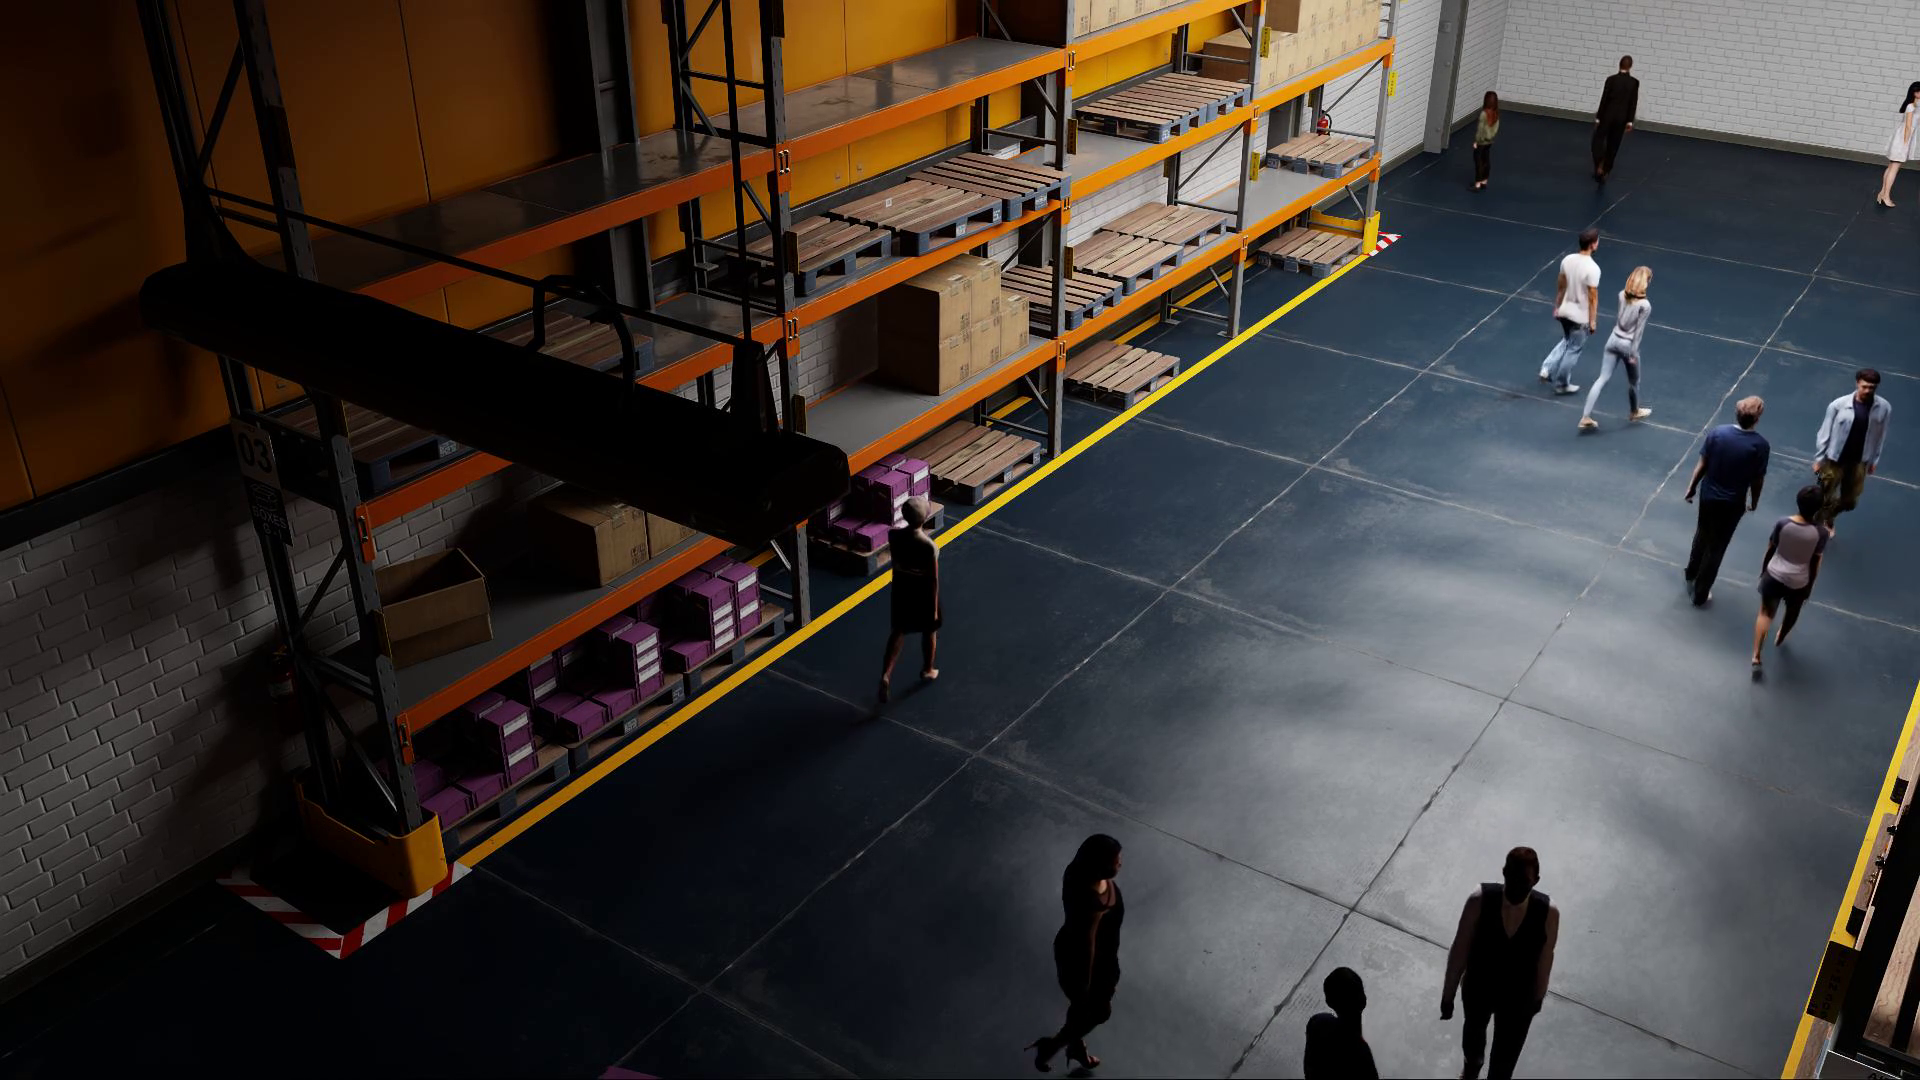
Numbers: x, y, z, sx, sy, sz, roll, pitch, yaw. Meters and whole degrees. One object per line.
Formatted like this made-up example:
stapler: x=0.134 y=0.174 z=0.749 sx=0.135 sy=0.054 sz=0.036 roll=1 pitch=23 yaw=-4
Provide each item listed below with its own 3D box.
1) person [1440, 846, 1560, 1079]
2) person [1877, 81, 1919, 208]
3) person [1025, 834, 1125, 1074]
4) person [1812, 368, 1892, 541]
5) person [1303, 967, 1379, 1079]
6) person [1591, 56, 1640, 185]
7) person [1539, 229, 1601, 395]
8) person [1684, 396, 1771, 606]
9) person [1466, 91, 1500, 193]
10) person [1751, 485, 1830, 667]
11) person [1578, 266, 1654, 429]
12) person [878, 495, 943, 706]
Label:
person: x=2.931 y=2.379 z=9.053 sx=0.873 sy=1.898 sz=1.233 roll=10 pitch=30 yaw=18
person: x=13.629 y=-5.736 z=24.058 sx=0.761 sy=1.775 sz=0.640 roll=11 pitch=31 yaw=20
person: x=0.622 y=2.349 z=9.314 sx=0.924 sy=1.701 sz=0.867 roll=-2 pitch=29 yaw=-5
person: x=7.900 y=-0.741 z=14.885 sx=0.852 sy=1.792 sz=0.897 roll=7 pitch=29 yaw=12
person: x=1.837 y=2.927 z=8.198 sx=0.830 sy=1.755 sz=0.893 roll=-7 pitch=29 yaw=-12
person: x=9.796 y=-6.263 z=24.904 sx=0.872 sy=1.891 sz=0.889 roll=4 pitch=29 yaw=8
person: x=6.568 y=-2.429 z=17.919 sx=0.881 sy=1.848 sz=0.833 roll=-10 pitch=30 yaw=-18
person: x=6.397 y=-0.302 z=14.026 sx=0.758 sy=1.844 sz=0.833 roll=23 pitch=36 yaw=36
person: x=7.801 y=-5.936 z=24.741 sx=0.530 sy=1.473 sz=0.691 roll=-21 pitch=35 yaw=-33
person: x=6.564 y=0.324 z=13.213 sx=0.582 sy=1.524 sz=1.026 roll=16 pitch=33 yaw=27
person: x=6.751 y=-1.940 z=17.125 sx=1.238 sy=1.751 sz=1.017 roll=-12 pitch=31 yaw=-20
person: x=-0.403 y=0.478 z=12.715 sx=0.698 sy=1.730 sz=1.039 roll=15 pitch=32 yaw=25
